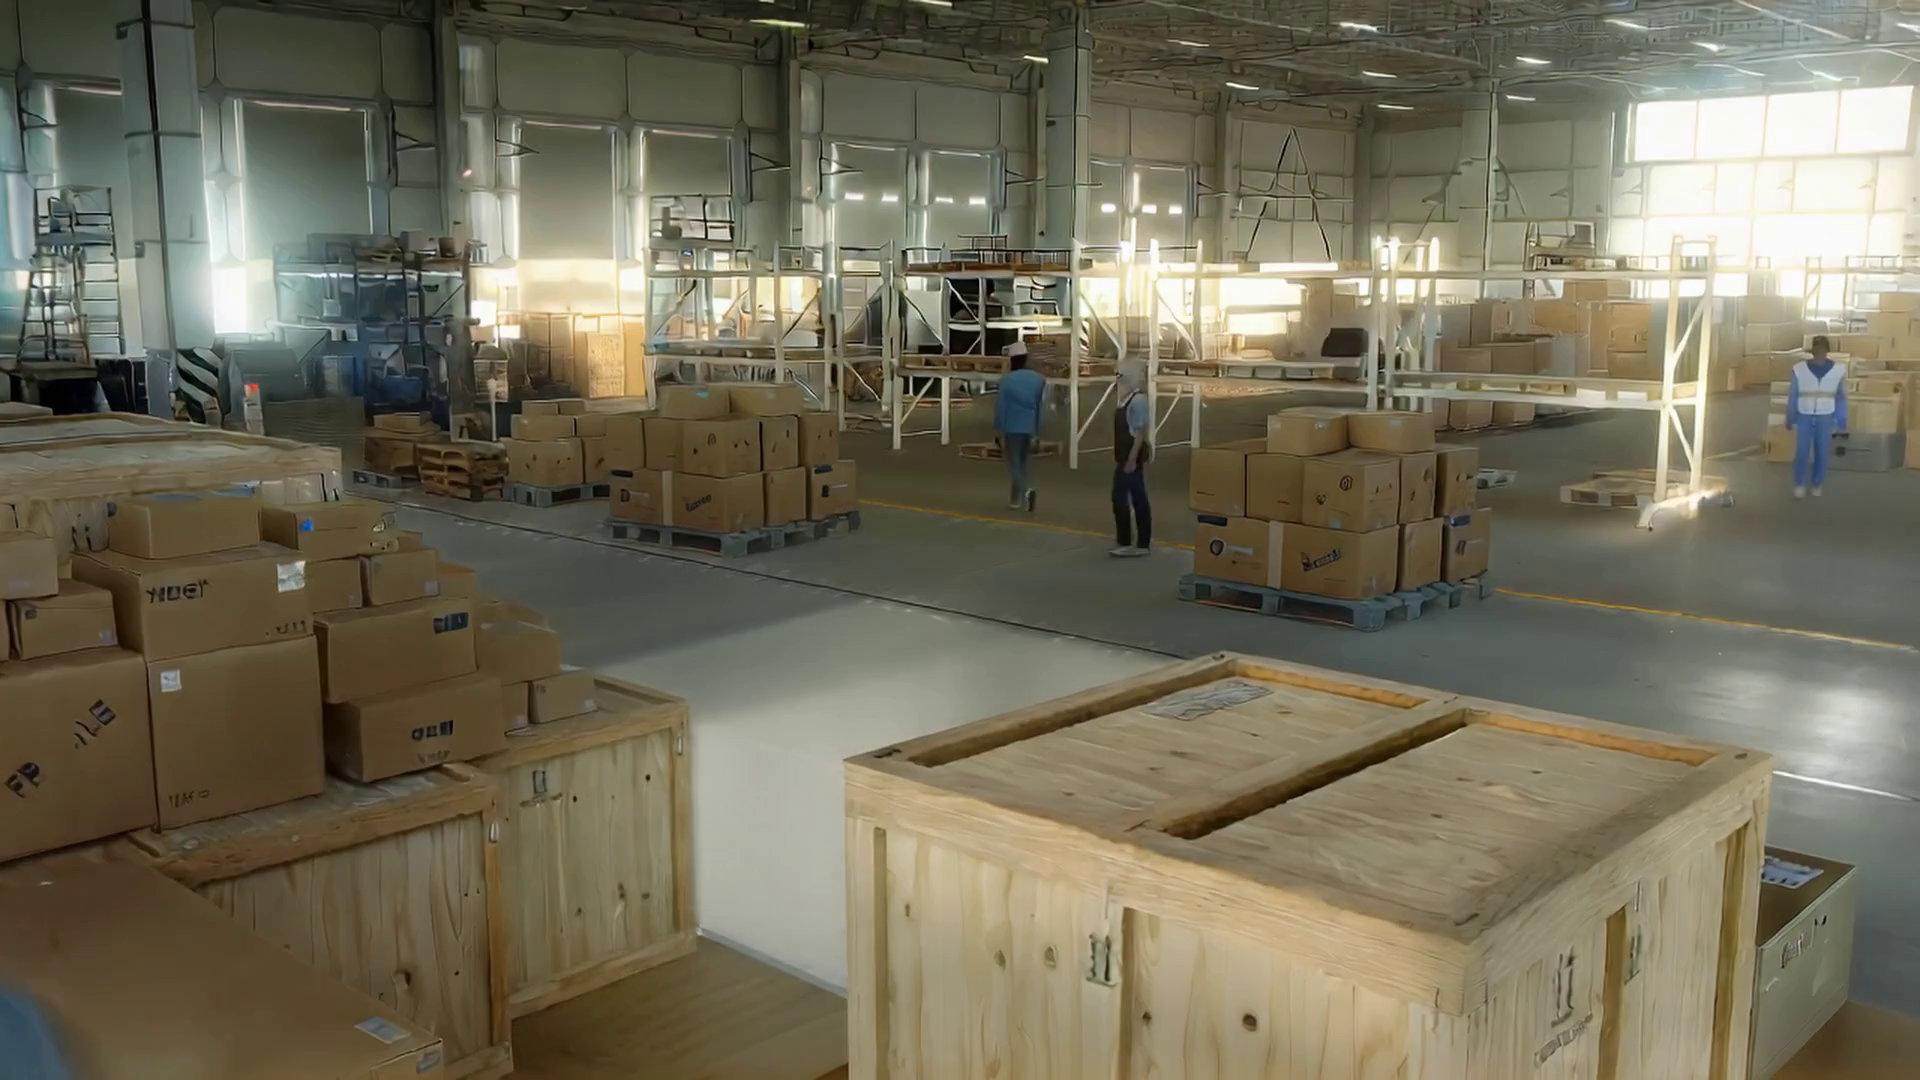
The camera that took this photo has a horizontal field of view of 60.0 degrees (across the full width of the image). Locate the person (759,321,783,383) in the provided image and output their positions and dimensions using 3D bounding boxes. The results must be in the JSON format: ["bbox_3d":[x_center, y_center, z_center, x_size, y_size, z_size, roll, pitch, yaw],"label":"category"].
[{"bbox_3d":[-3.653,-3.358,31.858,0.544,1.662,0.782,3,10,16],"label":"person"}]

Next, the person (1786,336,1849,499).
[{"bbox_3d":[9.886,-1.398,19.174,0.617,1.884,0.841,4,10,21],"label":"person"}]

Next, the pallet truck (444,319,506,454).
[{"bbox_3d":[-6.981,-1.942,22.150,1.885,1.965,0.823,1,9,9],"label":"pallet truck"}]

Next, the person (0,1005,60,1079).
[{"bbox_3d":[-1.632,1.336,2.655,0.502,1.804,1.047,6,11,32],"label":"person"}]

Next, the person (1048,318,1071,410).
[{"bbox_3d":[1.904,-3.328,31.450,0.485,1.739,0.320,-2,9,-12],"label":"person"}]

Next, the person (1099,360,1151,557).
[{"bbox_3d":[1.522,-0.738,15.325,0.583,1.822,0.511,-2,9,-12],"label":"person"}]

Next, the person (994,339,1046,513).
[{"bbox_3d":[0.676,-1.223,18.065,0.585,1.902,0.775,-4,10,-22],"label":"person"}]

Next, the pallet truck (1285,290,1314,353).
[{"bbox_3d":[11.297,-6.951,52.861,1.885,1.965,0.823,-5,11,-29],"label":"pallet truck"}]

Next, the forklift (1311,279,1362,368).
[{"bbox_3d":[9.725,-6.001,44.339,1.873,2.768,1.129,1,9,4],"label":"forklift"}]

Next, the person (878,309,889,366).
[{"bbox_3d":[-2.030,-5.352,44.186,0.312,1.633,0.520,1,9,4],"label":"person"}]

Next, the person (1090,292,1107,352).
[{"bbox_3d":[4.287,-6.711,51.609,0.543,1.930,0.389,-1,9,-3],"label":"person"}]
